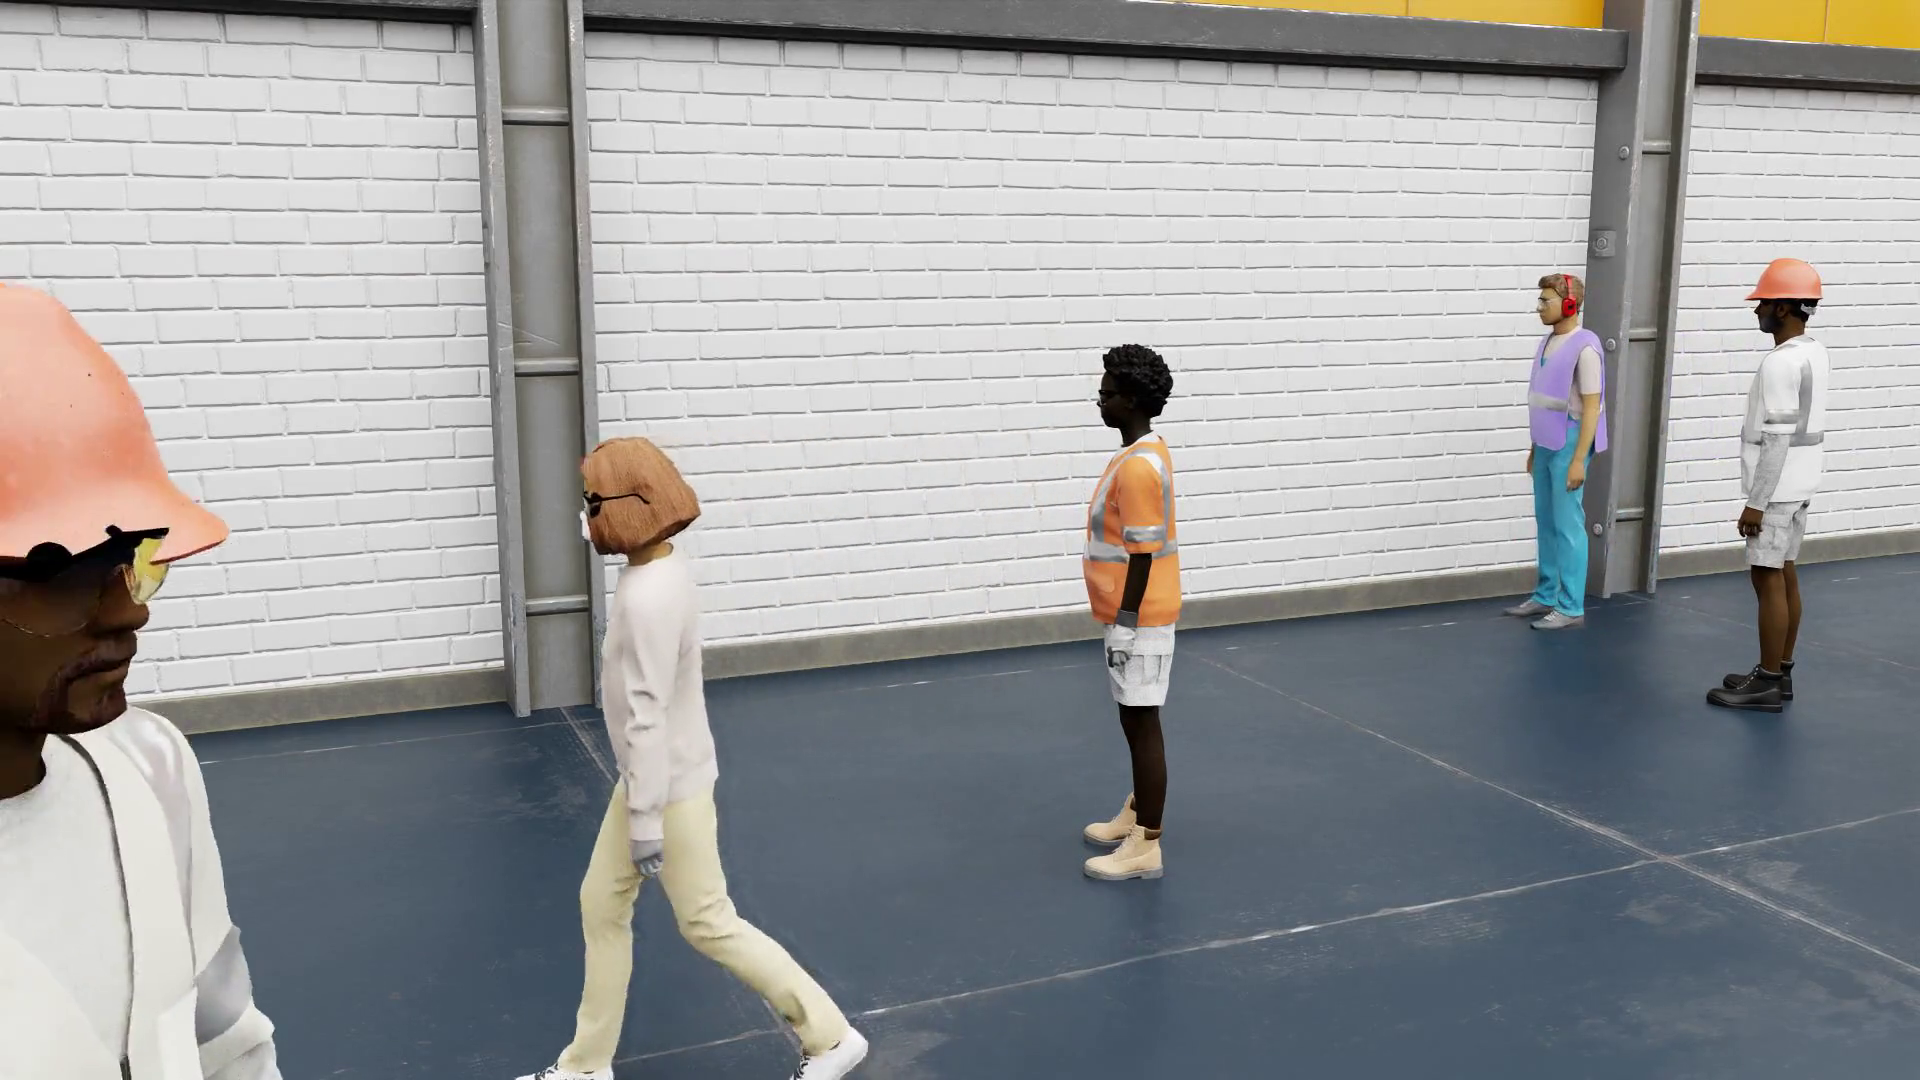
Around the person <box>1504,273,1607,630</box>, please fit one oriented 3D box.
[{"bbox_3d":[3.137,-0.455,8.646,0.372,1.843,0.570,-1,10,-4],"label":"person"}]

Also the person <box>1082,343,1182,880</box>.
[{"bbox_3d":[0.546,0.228,5.294,0.319,1.696,0.532,1,10,6],"label":"person"}]

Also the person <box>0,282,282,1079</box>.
[{"bbox_3d":[-0.717,0.790,1.392,1.034,1.985,0.632,1,10,3],"label":"person"}]

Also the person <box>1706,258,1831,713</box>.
[{"bbox_3d":[3.487,-0.228,7.141,0.354,1.939,0.545,8,13,38],"label":"person"}]

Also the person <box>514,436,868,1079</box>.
[{"bbox_3d":[-0.626,0.552,3.804,0.821,1.595,0.505,-2,10,-8],"label":"person"}]
